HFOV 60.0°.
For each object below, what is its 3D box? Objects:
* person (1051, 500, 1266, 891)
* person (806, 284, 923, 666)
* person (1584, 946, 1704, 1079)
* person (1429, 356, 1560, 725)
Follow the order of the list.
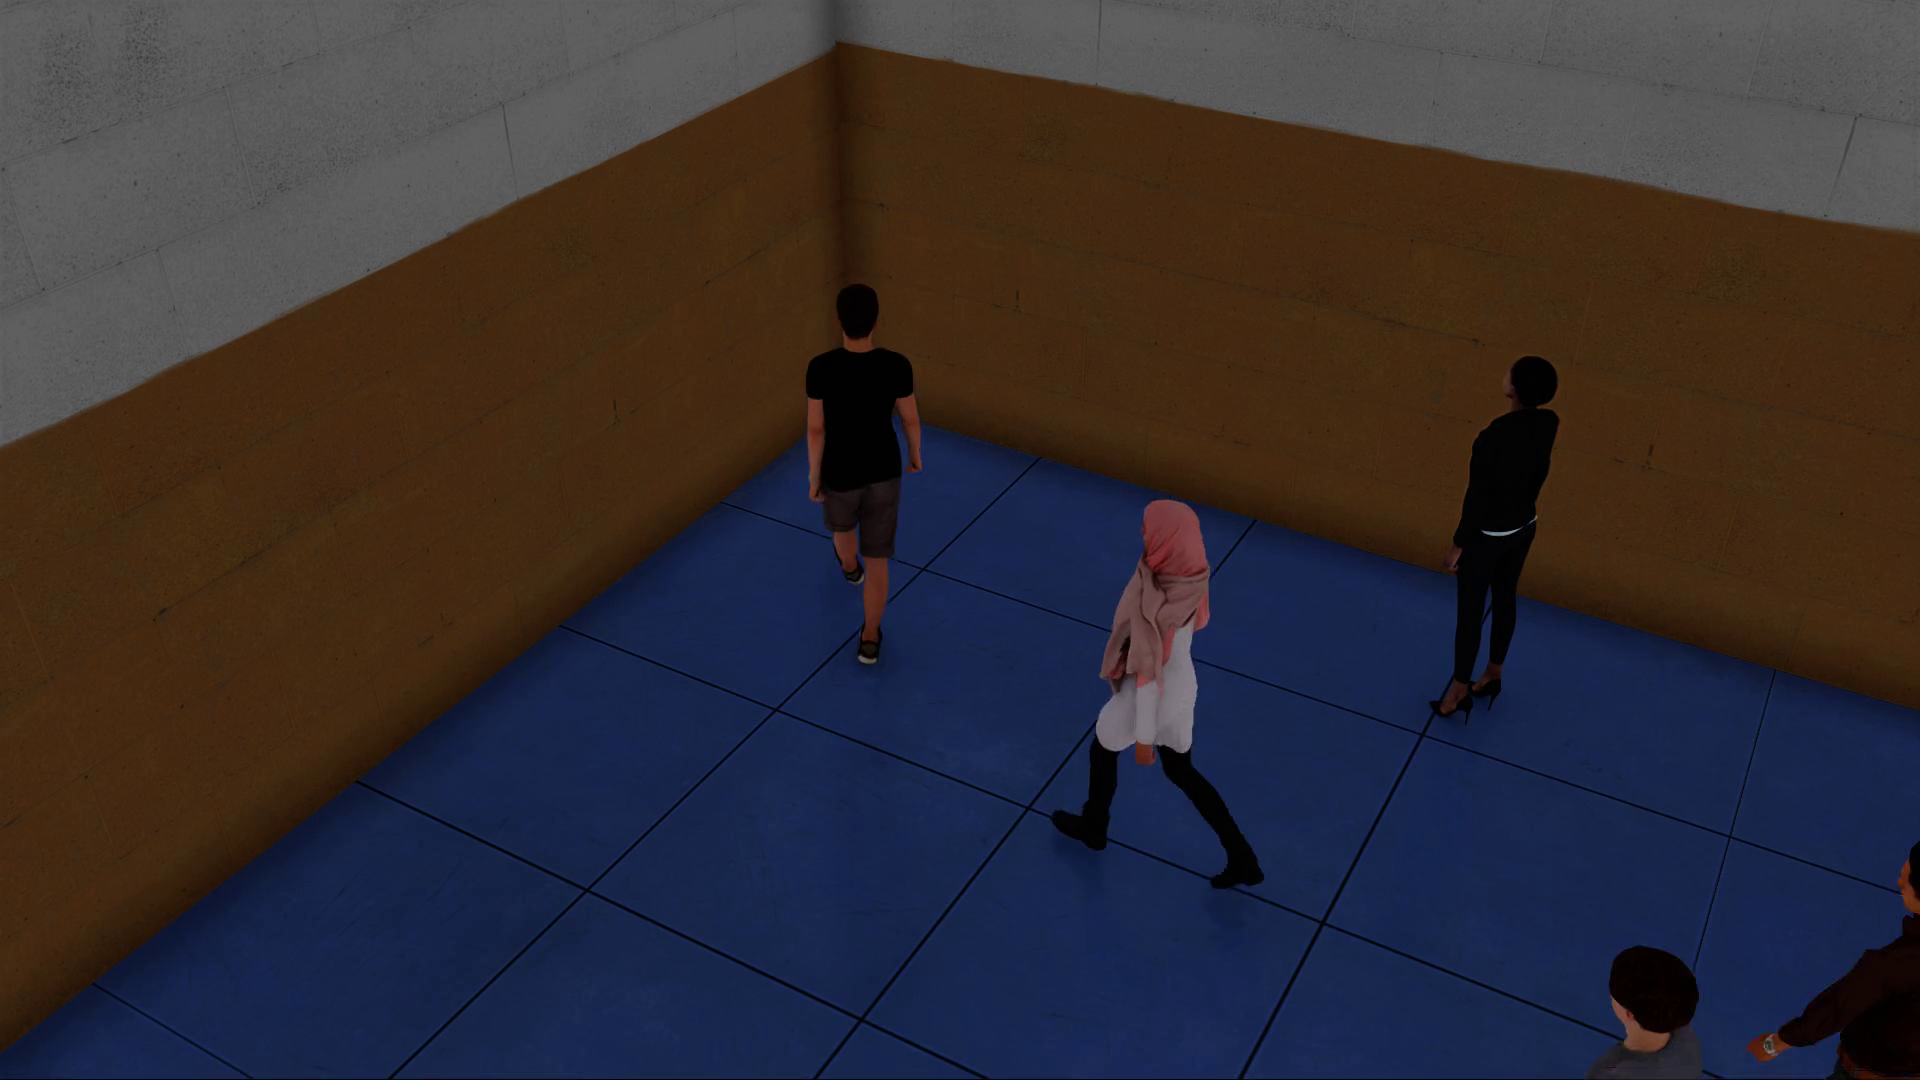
[{"bbox_3d":[0.843,0.658,6.375,0.776,1.764,1.139,22,40,30],"label":"person"},{"bbox_3d":[-0.456,-0.255,7.700,1.123,1.815,1.277,-3,34,-5],"label":"person"},{"bbox_3d":[1.892,1.850,4.695,0.990,1.626,0.960,-16,37,-23],"label":"person"},{"bbox_3d":[2.344,0.014,7.278,0.631,1.834,0.739,-16,37,-23],"label":"person"}]
